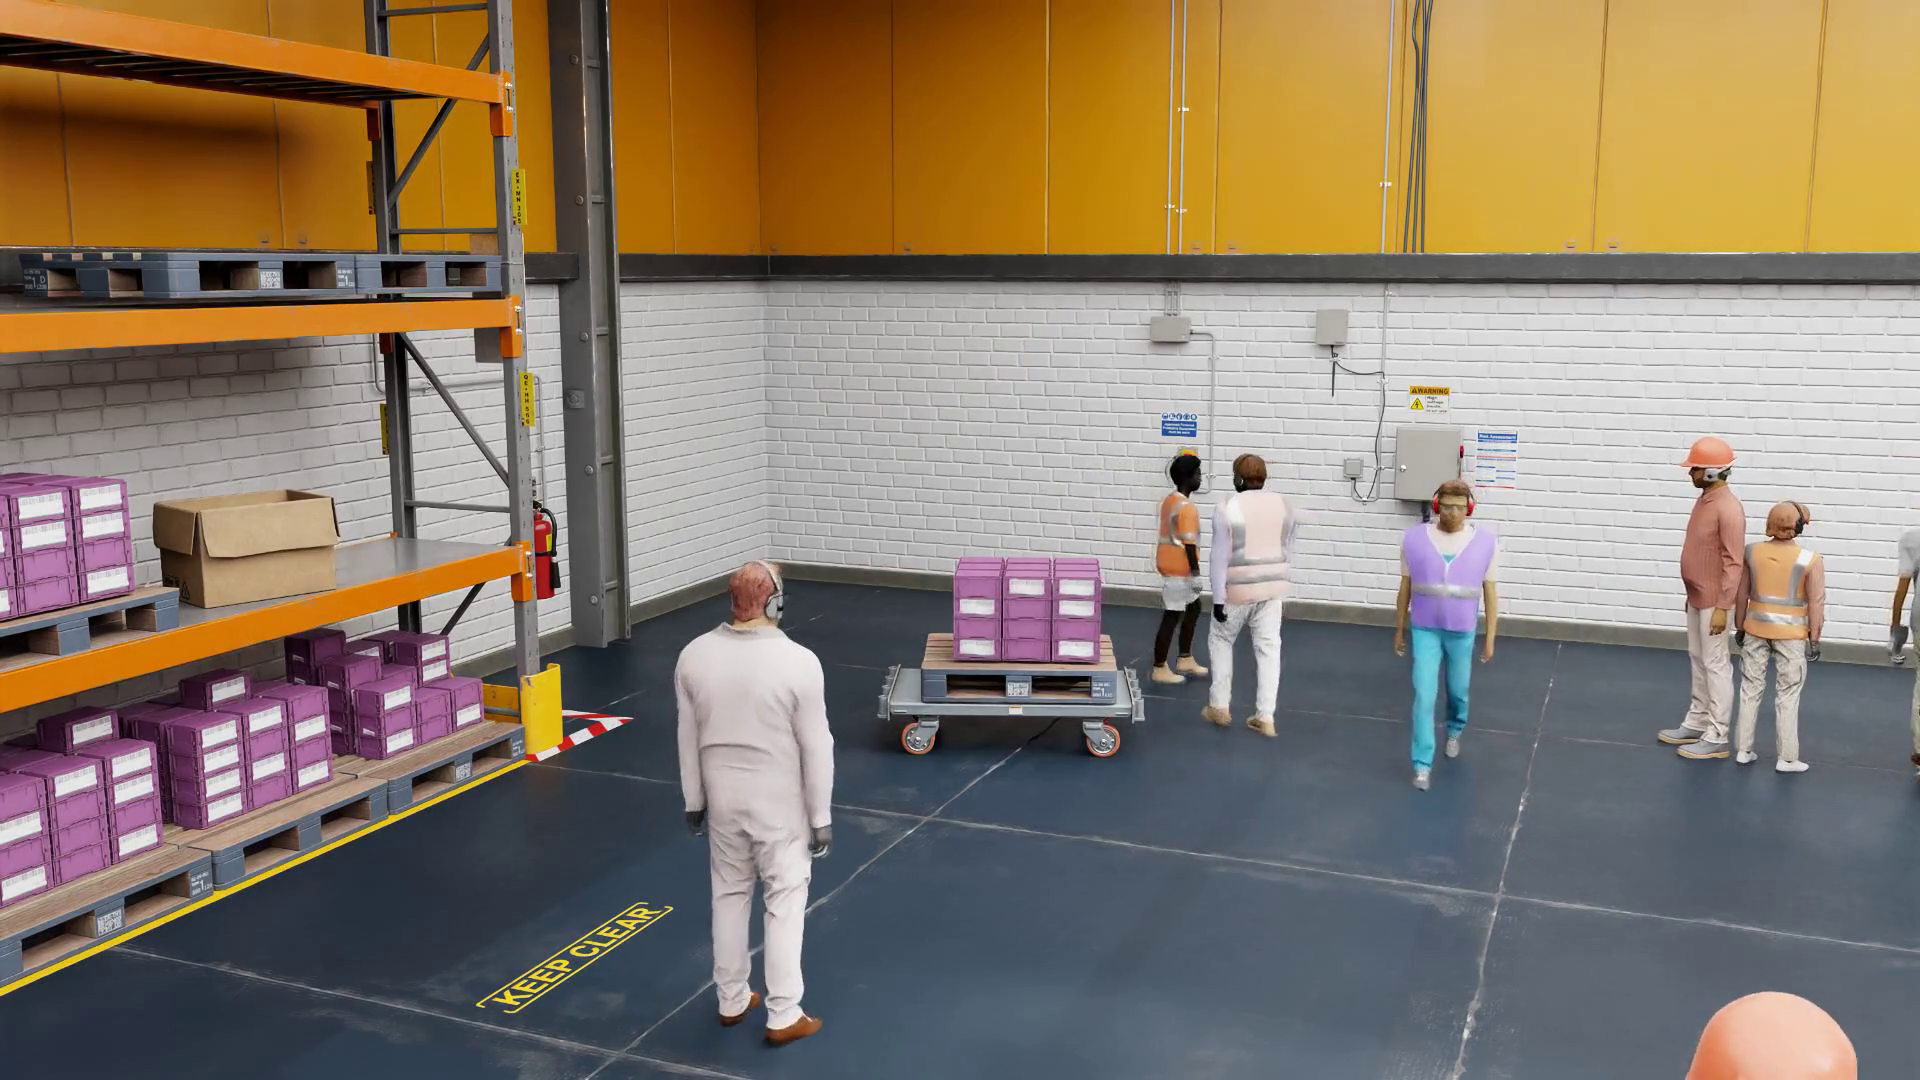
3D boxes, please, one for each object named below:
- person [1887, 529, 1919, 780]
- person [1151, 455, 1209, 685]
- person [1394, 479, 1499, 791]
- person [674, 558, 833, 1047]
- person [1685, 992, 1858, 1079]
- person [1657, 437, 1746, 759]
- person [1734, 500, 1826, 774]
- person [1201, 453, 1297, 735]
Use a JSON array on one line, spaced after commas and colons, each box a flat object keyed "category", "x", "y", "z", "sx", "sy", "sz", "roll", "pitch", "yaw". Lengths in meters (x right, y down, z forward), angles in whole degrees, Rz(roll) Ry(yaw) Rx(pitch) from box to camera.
[{"category": "person", "x": 5.741, "y": 0.532, "z": 9.732, "sx": 0.510, "sy": 1.821, "sz": 0.905, "roll": 8, "pitch": 12, "yaw": 40}, {"category": "person", "x": 1.652, "y": 0.220, "z": 12.034, "sx": 0.590, "sy": 1.675, "sz": 0.553, "roll": -1, "pitch": 9, "yaw": -6}, {"category": "person", "x": 2.885, "y": 0.516, "z": 9.892, "sx": 0.575, "sy": 1.815, "sz": 0.850, "roll": 3, "pitch": 10, "yaw": 16}, {"category": "person", "x": -0.781, "y": 1.014, "z": 6.562, "sx": 0.651, "sy": 1.909, "sz": 0.403, "roll": 4, "pitch": 10, "yaw": 22}, {"category": "person", "x": 1.071, "y": 1.673, "z": 2.470, "sx": 0.635, "sy": 1.948, "sz": 0.795, "roll": 5, "pitch": 11, "yaw": 28}, {"category": "person", "x": 4.616, "y": 0.355, "z": 10.283, "sx": 0.392, "sy": 1.991, "sz": 0.612, "roll": 1, "pitch": 9, "yaw": 6}, {"category": "person", "x": 4.907, "y": 0.579, "z": 9.992, "sx": 0.310, "sy": 1.638, "sz": 0.523, "roll": -8, "pitch": 12, "yaw": -39}, {"category": "person", "x": 1.862, "y": 0.340, "z": 10.907, "sx": 0.633, "sy": 1.821, "sz": 0.710, "roll": -3, "pitch": 10, "yaw": -17}]
